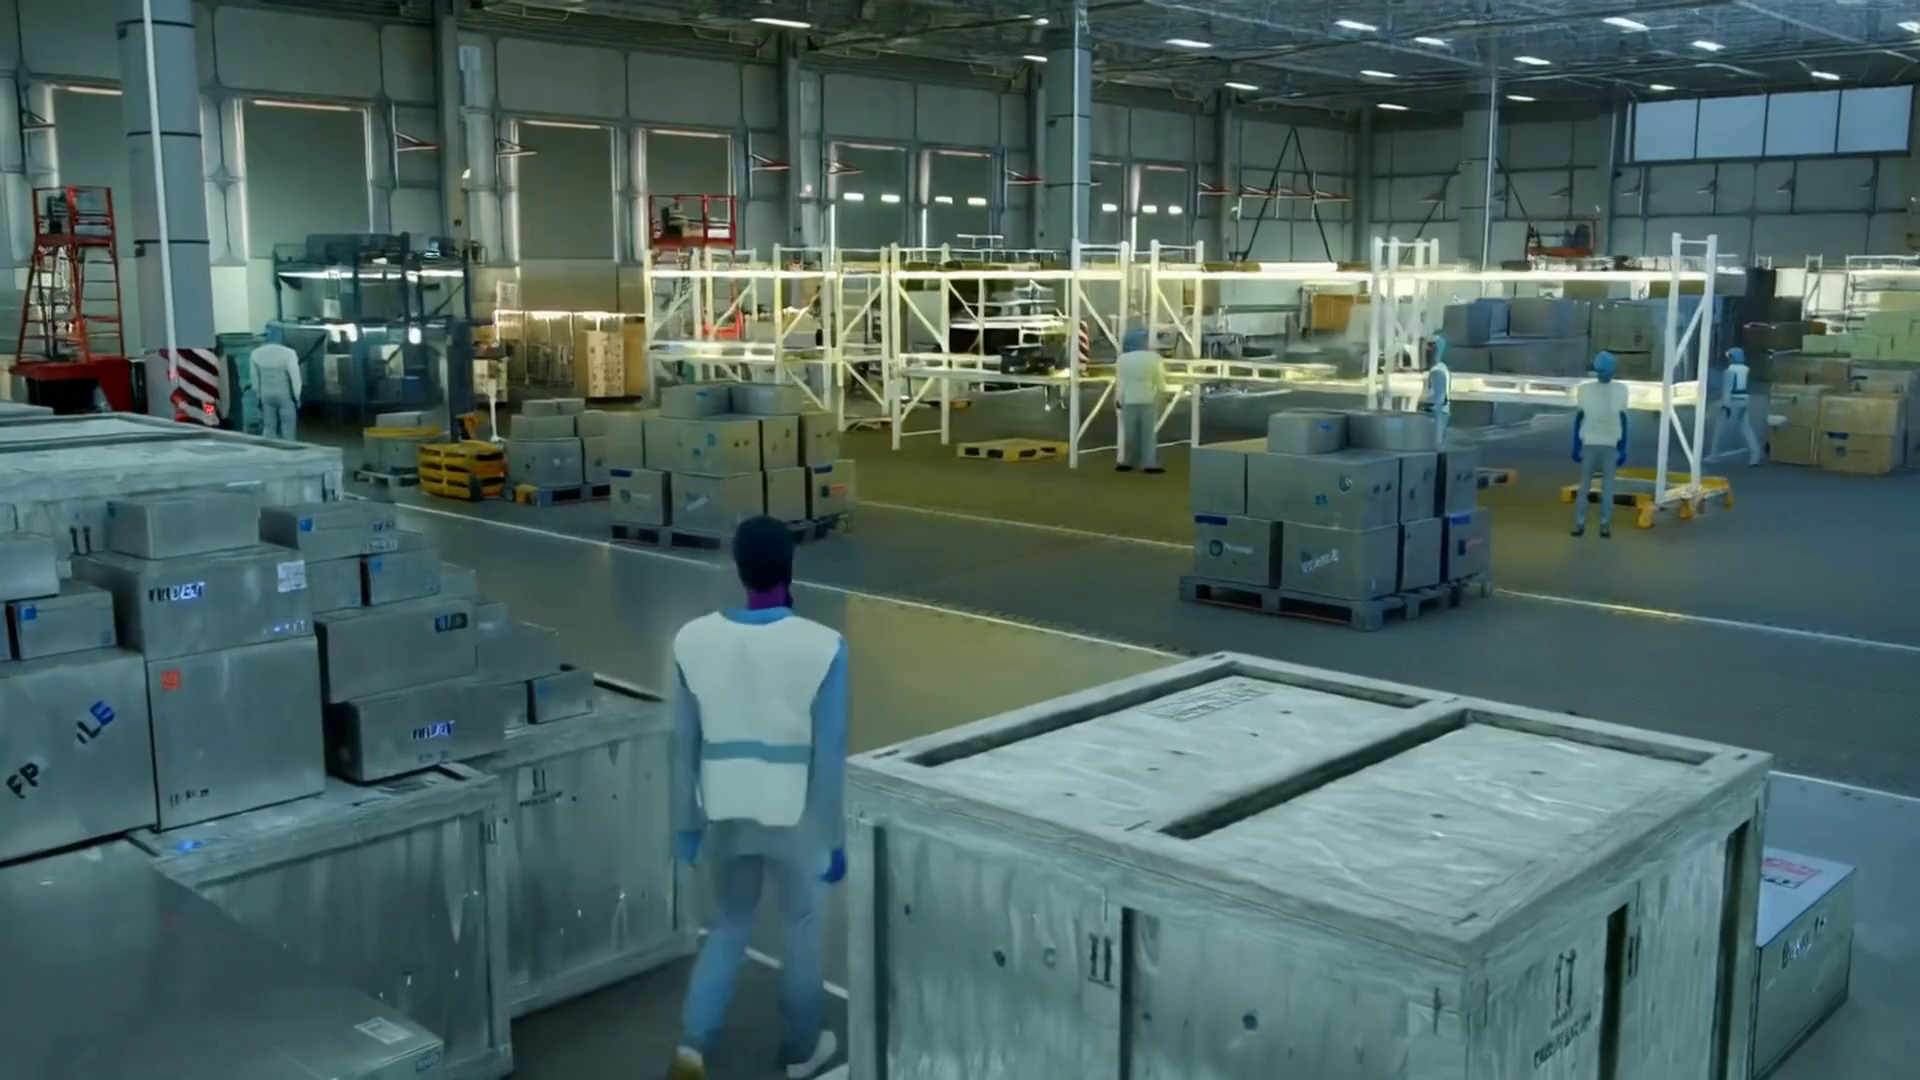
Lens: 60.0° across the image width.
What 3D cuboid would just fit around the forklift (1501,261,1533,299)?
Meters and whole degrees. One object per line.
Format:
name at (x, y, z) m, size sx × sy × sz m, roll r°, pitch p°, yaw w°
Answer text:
forklift at (12.670, -4.975, 38.050) m, size 1.873 × 2.768 × 1.129 m, roll 9°, pitch 13°, yaw 43°

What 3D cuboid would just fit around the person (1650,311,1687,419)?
person at (12.600, -3.095, 29.457) m, size 0.572 × 1.920 × 0.644 m, roll -2°, pitch 10°, yaw -13°

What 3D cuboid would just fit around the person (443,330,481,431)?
person at (-6.827, -1.998, 23.069) m, size 0.790 × 1.811 × 0.636 m, roll 2°, pitch 10°, yaw 13°

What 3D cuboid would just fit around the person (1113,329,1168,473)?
person at (2.359, -1.797, 21.662) m, size 0.730 × 1.880 × 0.345 m, roll 3°, pitch 10°, yaw 16°

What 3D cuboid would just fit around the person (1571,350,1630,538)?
person at (6.335, -0.944, 16.453) m, size 0.499 × 1.865 × 0.325 m, roll 4°, pitch 10°, yaw 24°

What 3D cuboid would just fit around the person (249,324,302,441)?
person at (-8.873, -1.828, 21.636) m, size 0.630 × 1.940 × 0.372 m, roll 0°, pitch 9°, yaw 0°

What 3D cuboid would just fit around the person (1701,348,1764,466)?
person at (10.513, -1.799, 22.493) m, size 0.506 × 1.600 × 0.859 m, roll -5°, pitch 10°, yaw -28°

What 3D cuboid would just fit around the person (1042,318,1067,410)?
person at (1.798, -3.323, 31.416) m, size 0.485 × 1.739 × 0.319 m, roll -2°, pitch 9°, yaw -11°

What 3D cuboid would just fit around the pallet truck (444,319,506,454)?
pallet truck at (-6.981, -1.942, 22.150) m, size 1.885 × 1.965 × 0.823 m, roll 1°, pitch 9°, yaw 9°

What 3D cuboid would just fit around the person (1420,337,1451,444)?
person at (5.427, -1.371, 19.017) m, size 0.356 × 1.878 × 0.630 m, roll 3°, pitch 10°, yaw 20°

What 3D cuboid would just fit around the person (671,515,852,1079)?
person at (-0.642, 0.875, 5.222) m, size 0.592 × 1.894 × 0.784 m, roll 3°, pitch 10°, yaw 19°

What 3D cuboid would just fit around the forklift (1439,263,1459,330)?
forklift at (13.677, -6.389, 46.716) m, size 1.873 × 2.768 × 1.129 m, roll 3°, pitch 10°, yaw 17°

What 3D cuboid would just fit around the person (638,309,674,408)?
person at (-5.722, -3.376, 31.253) m, size 0.952 × 1.890 × 0.556 m, roll 4°, pitch 10°, yaw 21°

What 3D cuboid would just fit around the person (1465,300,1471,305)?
person at (12.753, -5.114, 41.966) m, size 1.012 × 1.895 × 0.639 m, roll 3°, pitch 10°, yaw 20°

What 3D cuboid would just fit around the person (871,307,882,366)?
person at (-2.212, -5.403, 44.504) m, size 0.314 × 1.632 × 0.521 m, roll -2°, pitch 9°, yaw -11°

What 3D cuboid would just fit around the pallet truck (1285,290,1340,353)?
pallet truck at (11.297, -6.951, 52.861) m, size 1.885 × 1.965 × 0.823 m, roll -5°, pitch 11°, yaw -29°
